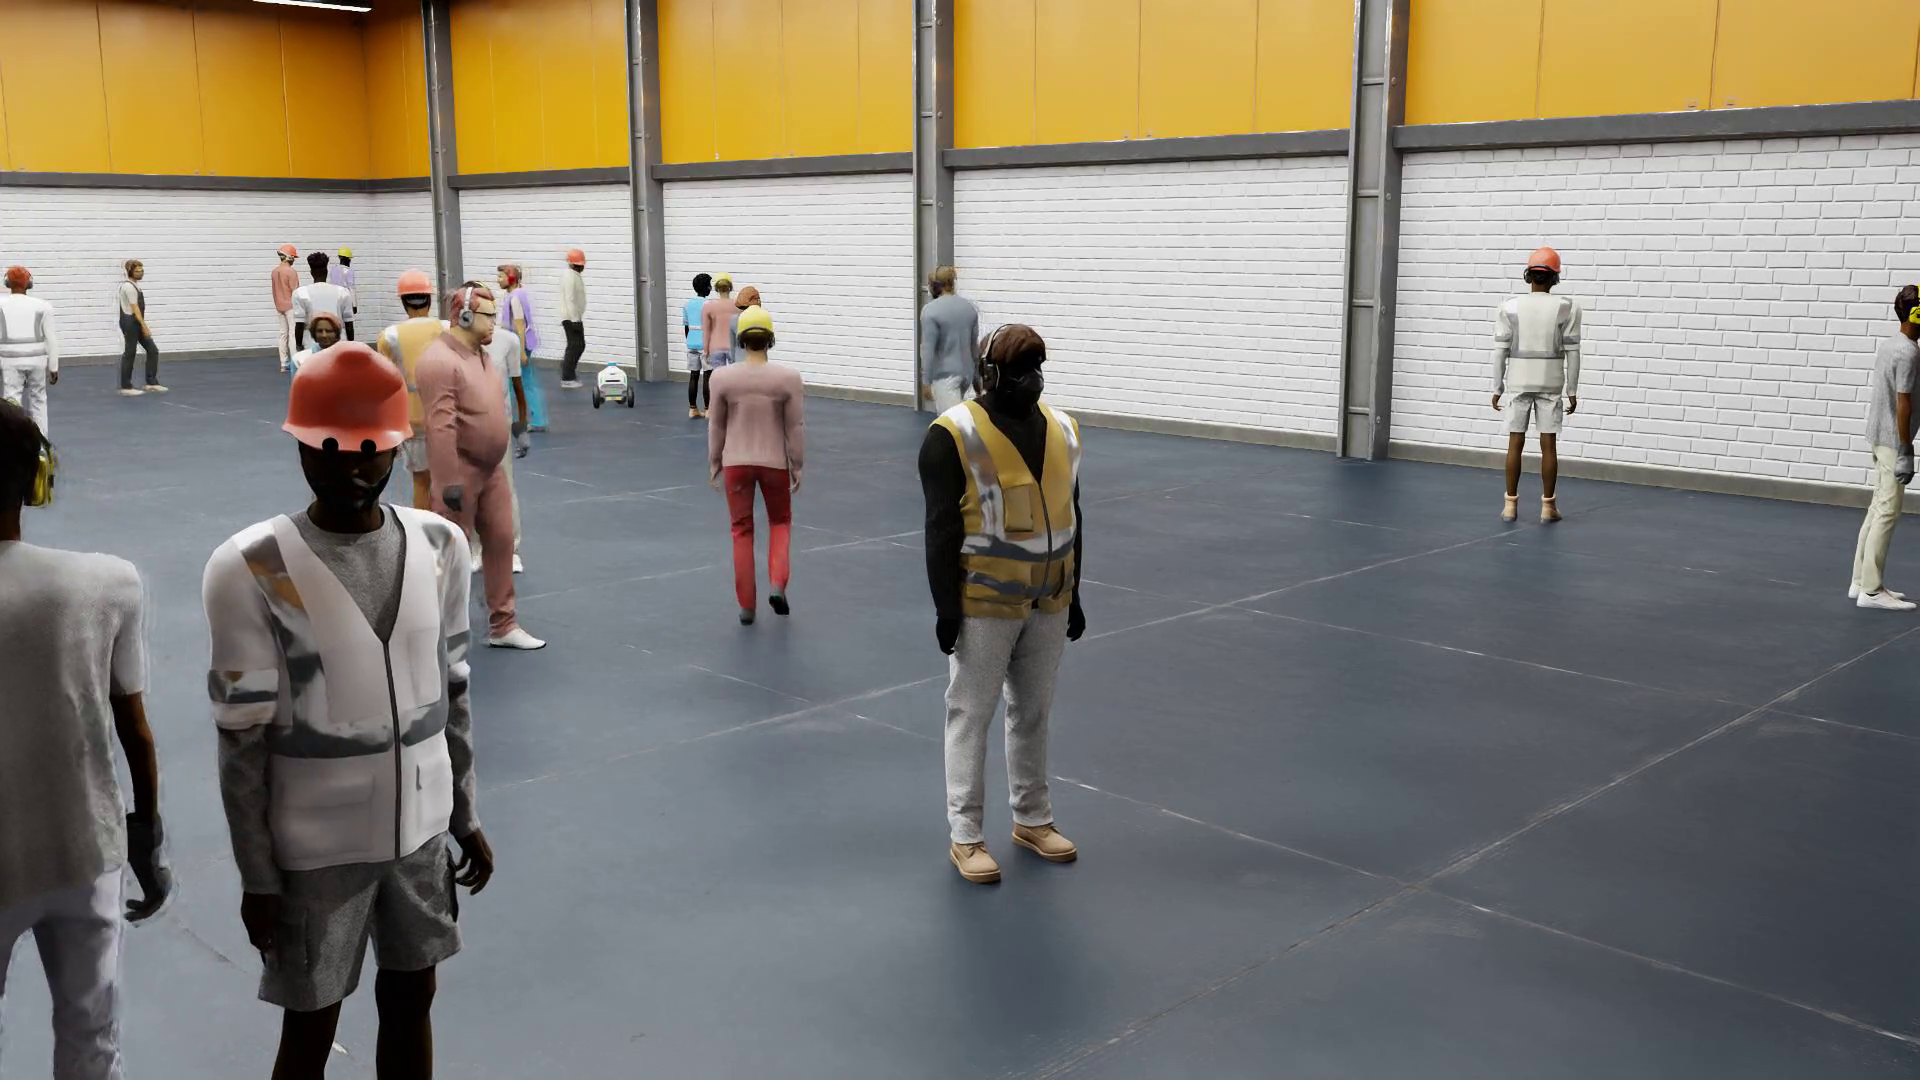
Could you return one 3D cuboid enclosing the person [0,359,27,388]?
[{"bbox_3d":[-12.858,-2.838,22.062,0.686,1.874,0.667,-5,11,-23],"label":"person"}]

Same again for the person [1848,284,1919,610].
[{"bbox_3d":[5.366,-0.529,9.531,0.316,1.862,0.514,3,11,18],"label":"person"}]

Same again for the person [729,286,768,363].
[{"bbox_3d":[-2.076,-1.690,16.472,0.497,1.633,0.284,9,14,42],"label":"person"}]

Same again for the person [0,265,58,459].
[{"bbox_3d":[-8.776,-1.644,15.595,0.593,1.863,0.710,-6,12,-31],"label":"person"}]

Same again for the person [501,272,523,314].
[{"bbox_3d":[-6.475,-3.109,24.218,0.335,1.625,0.553,3,11,14],"label":"person"}]

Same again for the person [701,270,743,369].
[{"bbox_3d":[-2.596,-2.125,18.527,0.571,1.738,0.370,-1,10,-4],"label":"person"}]

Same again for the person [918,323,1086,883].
[{"bbox_3d":[0.173,0.203,5.575,0.627,1.847,0.429,-7,13,-34],"label":"person"}]

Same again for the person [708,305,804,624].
[{"bbox_3d":[-1.123,-0.409,9.179,0.530,1.754,0.388,-1,10,-5],"label":"person"}]

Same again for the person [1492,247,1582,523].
[{"bbox_3d":[4.292,-1.150,12.409,0.615,2.040,0.391,4,11,22],"label":"person"}]

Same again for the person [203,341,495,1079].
[{"bbox_3d":[-1.172,0.574,3.306,0.376,1.934,0.547,9,14,40],"label":"person"}]

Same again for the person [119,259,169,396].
[{"bbox_3d":[-10.895,-2.815,22.120,0.733,1.806,0.519,-3,11,-15],"label":"person"}]

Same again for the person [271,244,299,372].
[{"bbox_3d":[-10.472,-3.612,25.993,0.609,1.986,0.392,7,13,34],"label":"person"}]

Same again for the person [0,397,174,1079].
[{"bbox_3d":[-1.769,0.638,3.173,0.525,1.855,0.397,-8,13,-38],"label":"person"}]

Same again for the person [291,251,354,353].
[{"bbox_3d":[-6.563,-1.988,17.188,0.611,1.962,0.364,-7,12,-32],"label":"person"}]

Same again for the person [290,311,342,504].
[{"bbox_3d":[-4.218,-0.719,11.230,0.518,1.620,0.586,-4,11,-23],"label":"person"}]

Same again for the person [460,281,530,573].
[{"bbox_3d":[-2.989,-0.698,10.472,0.529,1.854,0.359,0,10,1],"label":"person"}]

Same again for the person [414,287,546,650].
[{"bbox_3d":[-2.584,-0.356,8.543,0.809,1.874,0.646,3,11,16],"label":"person"}]

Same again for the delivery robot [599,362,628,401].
[{"bbox_3d":[-4.336,-1.987,20.777,0.477,0.478,0.707,-2,11,-12],"label":"delivery robot"}]

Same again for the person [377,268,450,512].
[{"bbox_3d":[-3.412,-0.768,10.649,0.558,1.921,0.504,-3,11,-15],"label":"person"}]

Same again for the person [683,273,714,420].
[{"bbox_3d":[-2.979,-2.235,19.270,0.540,1.695,0.317,8,13,37],"label":"person"}]

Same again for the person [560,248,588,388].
[{"bbox_3d":[-5.391,-3.095,23.272,0.515,1.947,0.646,0,10,1],"label":"person"}]

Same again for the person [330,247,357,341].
[{"bbox_3d":[-10.905,-4.227,29.537,0.585,1.919,0.391,6,12,31],"label":"person"}]

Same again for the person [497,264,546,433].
[{"bbox_3d":[-4.872,-2.030,17.807,0.854,1.813,0.606,-2,11,-11],"label":"person"}]

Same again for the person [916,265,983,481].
[{"bbox_3d":[-0.012,-1.367,14.030,0.932,1.897,0.668,9,14,40],"label":"person"}]
